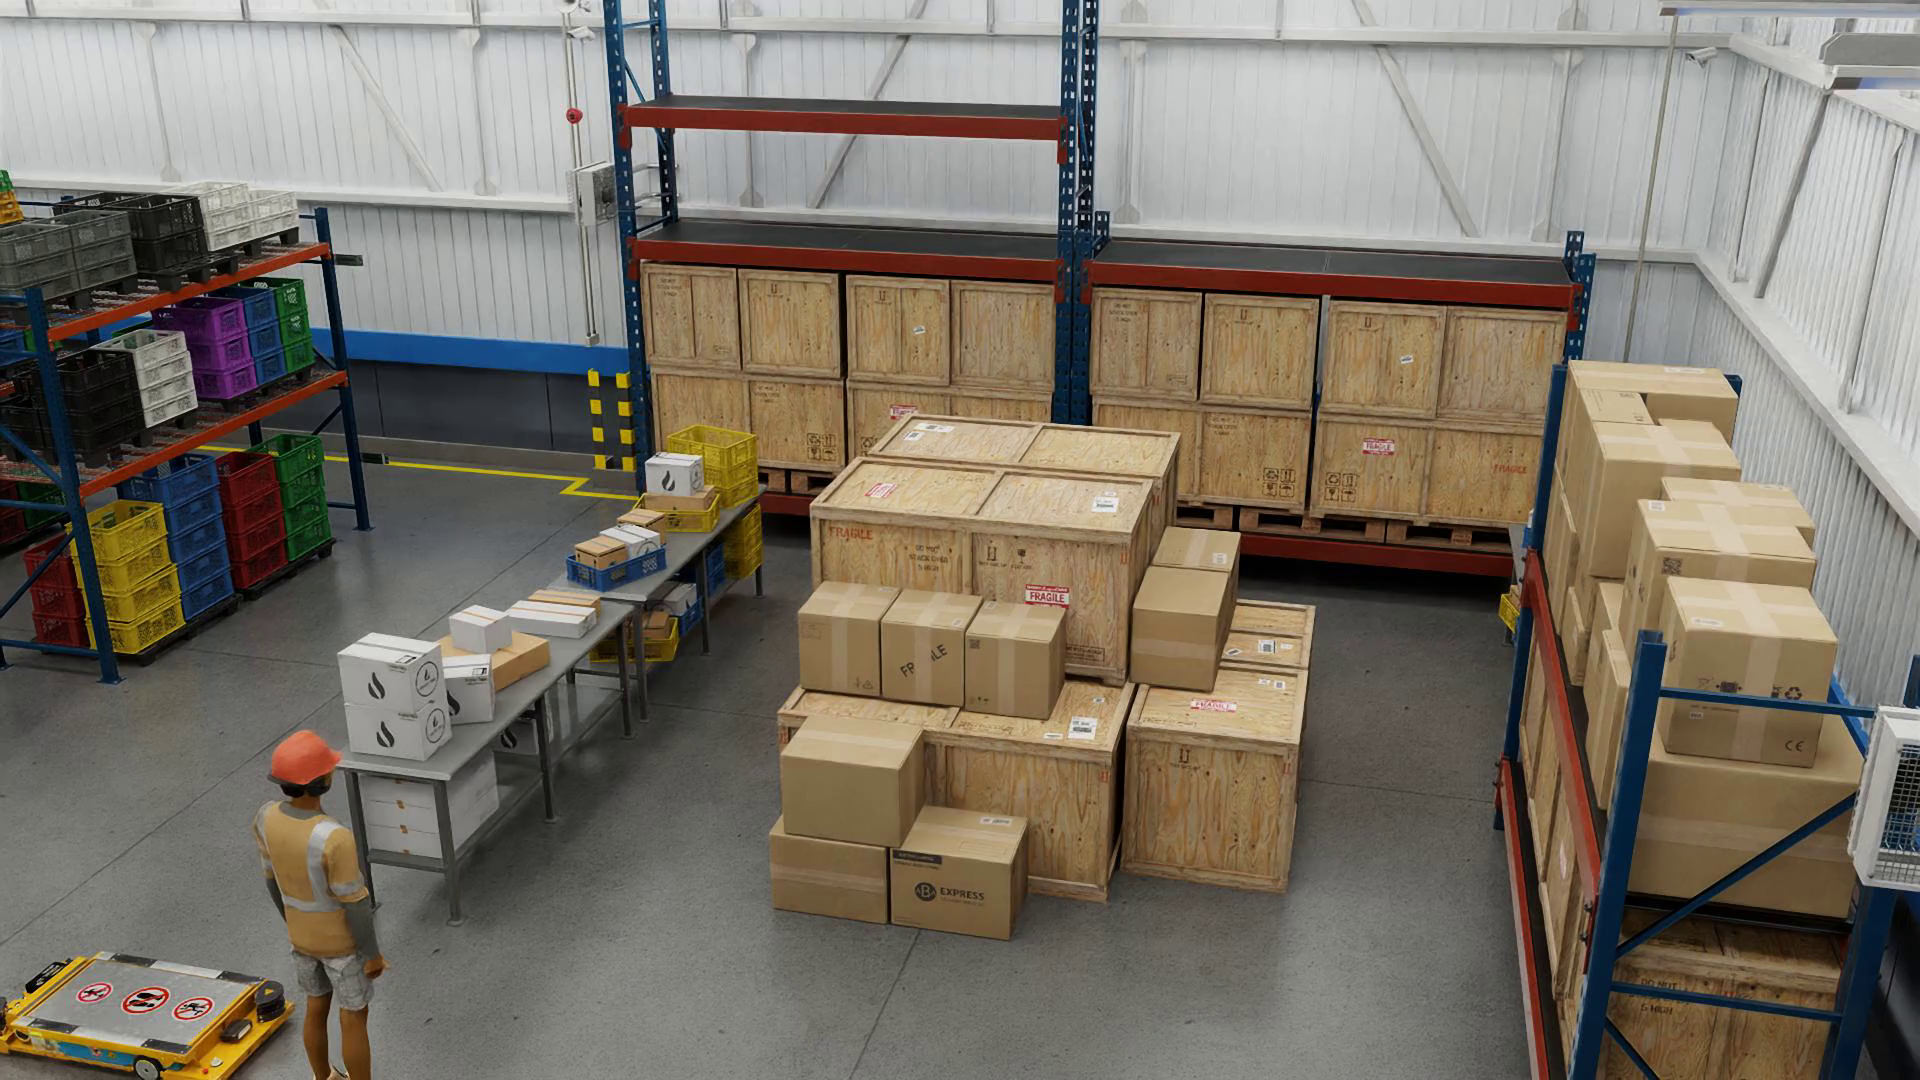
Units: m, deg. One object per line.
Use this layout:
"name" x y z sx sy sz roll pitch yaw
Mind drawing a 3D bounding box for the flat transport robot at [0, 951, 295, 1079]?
"flat transport robot" -4.270 2.464 8.601 1.431 0.231 0.659 5 22 13

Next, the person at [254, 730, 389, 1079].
"person" -2.946 1.824 7.789 0.606 2.047 0.367 11 24 27
